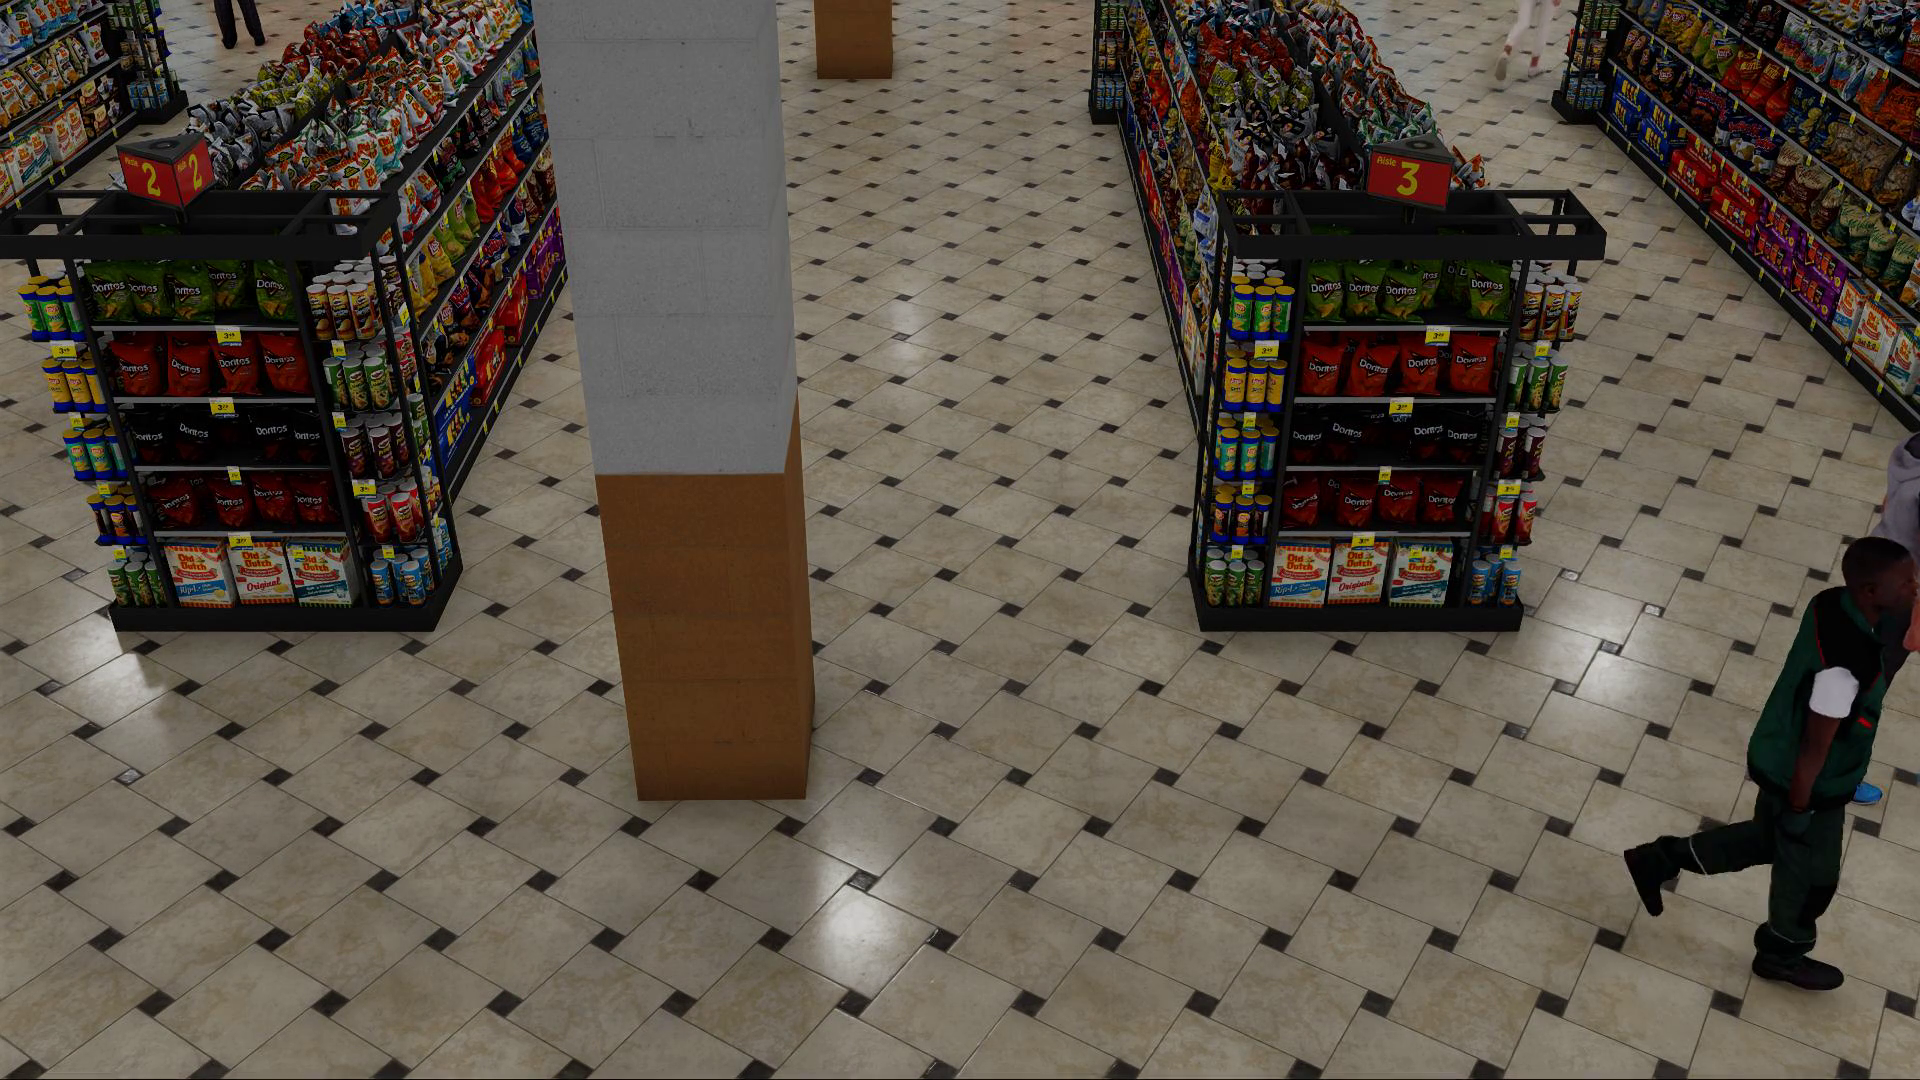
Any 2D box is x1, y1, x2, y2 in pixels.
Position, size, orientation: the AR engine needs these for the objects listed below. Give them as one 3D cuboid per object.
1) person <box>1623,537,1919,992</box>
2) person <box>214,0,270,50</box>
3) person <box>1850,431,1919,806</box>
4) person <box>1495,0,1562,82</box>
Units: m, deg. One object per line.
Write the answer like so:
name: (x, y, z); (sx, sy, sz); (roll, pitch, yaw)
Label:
person: (2.796, 0.766, 5.669); (1.012, 1.821, 1.090); (14, 34, 21)
person: (-7.116, -5.706, 16.025); (0.722, 1.869, 0.664); (-10, 33, -16)
person: (3.695, 0.185, 6.598); (0.801, 1.826, 0.580); (7, 33, 11)
person: (5.206, -4.974, 15.029); (0.996, 1.679, 1.101); (24, 39, 33)
